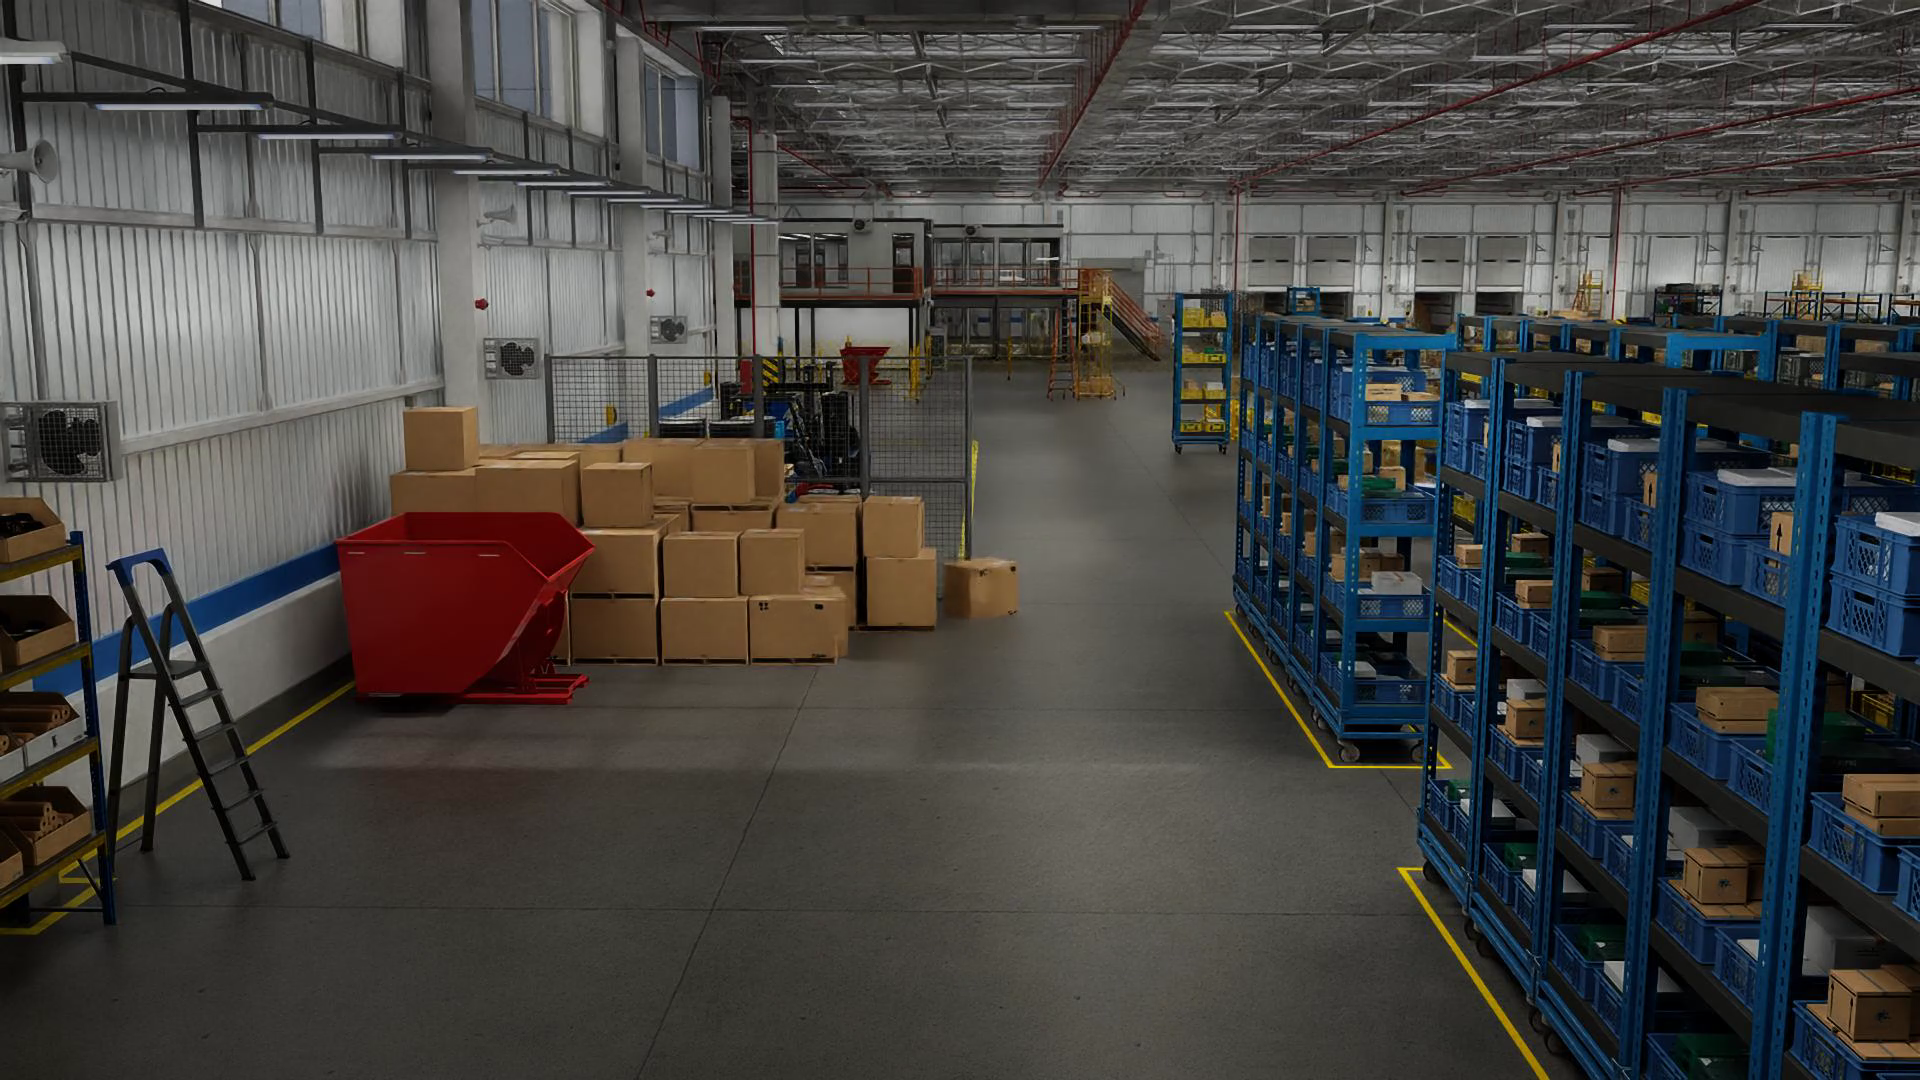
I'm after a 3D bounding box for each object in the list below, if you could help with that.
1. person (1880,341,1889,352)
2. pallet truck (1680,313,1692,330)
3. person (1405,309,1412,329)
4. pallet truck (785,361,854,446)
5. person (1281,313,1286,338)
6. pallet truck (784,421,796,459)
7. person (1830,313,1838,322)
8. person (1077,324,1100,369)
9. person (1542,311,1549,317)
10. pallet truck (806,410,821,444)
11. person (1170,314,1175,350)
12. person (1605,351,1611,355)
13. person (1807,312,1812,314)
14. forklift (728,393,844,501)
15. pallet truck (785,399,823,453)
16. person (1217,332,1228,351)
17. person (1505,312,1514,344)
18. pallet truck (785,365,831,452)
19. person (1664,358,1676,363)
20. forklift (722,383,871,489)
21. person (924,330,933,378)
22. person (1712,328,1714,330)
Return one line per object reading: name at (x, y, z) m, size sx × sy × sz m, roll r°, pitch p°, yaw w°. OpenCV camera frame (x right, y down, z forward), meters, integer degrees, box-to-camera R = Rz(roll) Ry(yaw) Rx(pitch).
person at (35.228, -7.025, 63.090) m, size 0.891 × 1.835 × 0.562 m, roll 1°, pitch 9°, yaw 6°
pallet truck at (36.315, -10.531, 84.244) m, size 0.823 × 1.965 × 1.885 m, roll -6°, pitch 11°, yaw -33°
person at (25.436, -12.149, 94.482) m, size 0.588 × 1.918 × 0.391 m, roll -8°, pitch 12°, yaw -42°
pallet truck at (-3.410, -3.193, 38.978) m, size 1.885 × 1.965 × 0.823 m, roll 0°, pitch 9°, yaw -1°
person at (16.870, -10.897, 86.770) m, size 0.619 × 1.904 × 0.534 m, roll 0°, pitch 9°, yaw -2°
pallet truck at (-4.013, -1.793, 32.705) m, size 1.601 × 1.201 × 0.680 m, roll 0°, pitch 9°, yaw 1°
person at (43.531, -10.309, 82.738) m, size 0.993 × 2.000 × 0.683 m, roll 4°, pitch 10°, yaw 23°
person at (5.406, -8.109, 69.764) m, size 1.057 × 1.849 × 0.589 m, roll 3°, pitch 10°, yaw 19°
person at (33.474, -12.191, 95.012) m, size 0.519 × 1.822 × 0.650 m, roll 6°, pitch 11°, yaw 34°
pallet truck at (-3.559, -2.018, 33.905) m, size 1.522 × 1.261 × 0.704 m, roll 0°, pitch 9°, yaw -1°
person at (11.027, -10.727, 85.799) m, size 0.352 × 1.884 × 0.579 m, roll 3°, pitch 10°, yaw 16°
person at (18.792, -4.582, 48.247) m, size 0.598 × 1.768 × 1.005 m, roll -6°, pitch 11°, yaw -34°
person at (44.887, -11.125, 88.116) m, size 0.367 × 1.933 × 0.627 m, roll 2°, pitch 9°, yaw 14°
forklift at (-2.979, -1.316, 26.476) m, size 2.680 × 1.987 × 1.157 m, roll 0°, pitch 9°, yaw 1°
pallet truck at (-3.814, -2.432, 36.419) m, size 1.630 × 1.274 × 0.653 m, roll 0°, pitch 9°, yaw 1°
person at (11.806, -8.902, 74.584) m, size 0.602 × 1.864 × 0.444 m, roll -1°, pitch 9°, yaw -9°
person at (30.562, -11.762, 92.354) m, size 0.681 × 1.831 × 0.578 m, roll -5°, pitch 10°, yaw -28°
pallet truck at (-3.774, -2.976, 37.635) m, size 1.885 × 1.965 × 0.823 m, roll 1°, pitch 9°, yaw 5°
person at (17.779, -3.599, 41.547) m, size 0.602 × 1.995 × 1.021 m, roll 1°, pitch 9°, yaw 6°
forklift at (-2.893, -1.687, 28.729) m, size 2.680 × 1.987 × 1.157 m, roll 0°, pitch 9°, yaw -1°
person at (-1.228, -7.150, 63.878) m, size 0.340 × 1.836 × 0.514 m, roll 3°, pitch 10°, yaw 20°
person at (30.398, -7.692, 67.071) m, size 0.558 × 1.900 × 0.985 m, roll 3°, pitch 10°, yaw 20°
